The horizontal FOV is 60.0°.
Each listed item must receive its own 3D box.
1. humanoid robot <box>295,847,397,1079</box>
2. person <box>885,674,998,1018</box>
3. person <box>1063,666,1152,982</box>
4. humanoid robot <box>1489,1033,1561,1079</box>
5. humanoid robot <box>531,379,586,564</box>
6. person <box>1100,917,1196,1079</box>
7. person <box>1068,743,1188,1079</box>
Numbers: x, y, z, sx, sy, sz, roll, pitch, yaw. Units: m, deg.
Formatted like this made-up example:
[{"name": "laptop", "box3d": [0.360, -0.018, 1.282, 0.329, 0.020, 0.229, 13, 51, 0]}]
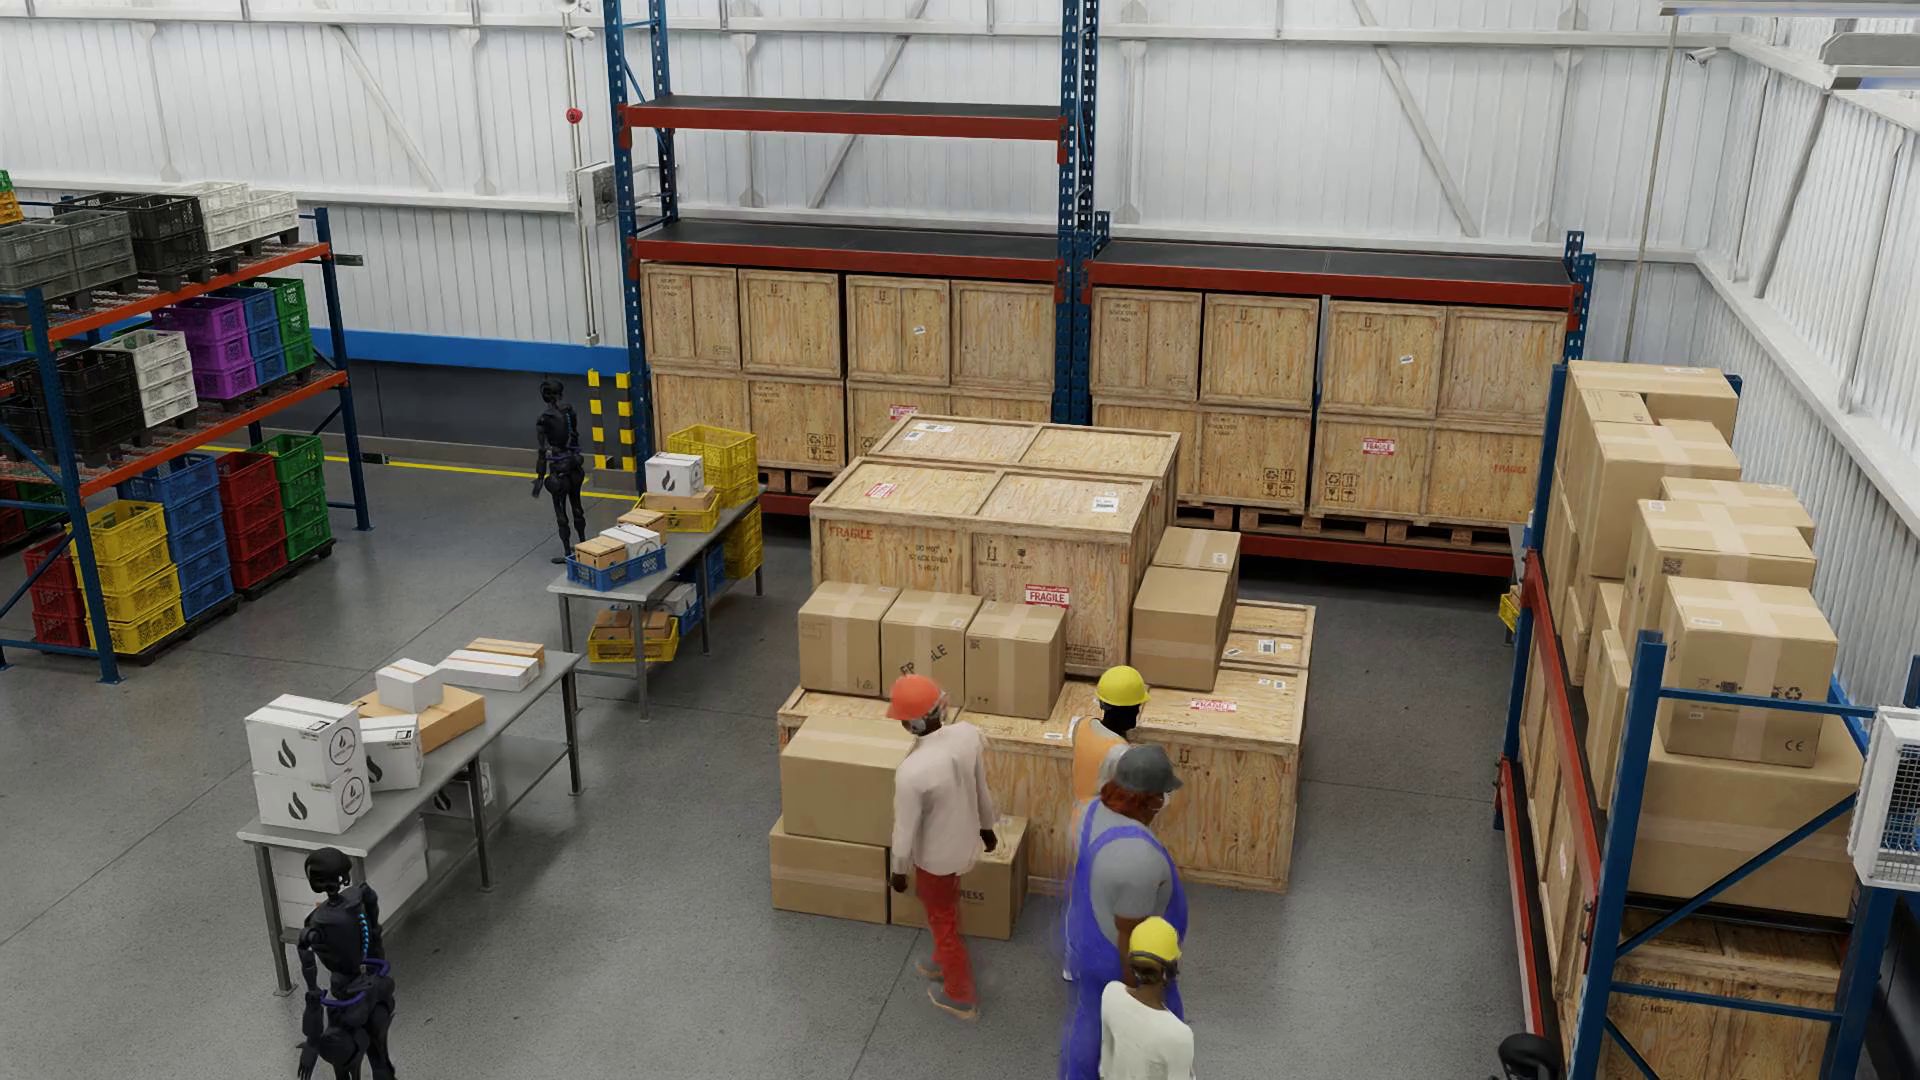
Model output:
[{"name": "humanoid robot", "box3d": [-2.750, 2.123, 7.500, 0.310, 1.657, 0.610, 5, 22, 13]}, {"name": "person", "box3d": [-0.157, 1.568, 8.593, 0.634, 1.951, 0.663, 14, 25, 33]}, {"name": "person", "box3d": [0.782, 1.543, 8.708, 0.405, 1.918, 0.582, -9, 23, -23]}, {"name": "humanoid robot", "box3d": [2.067, 2.579, 6.305, 0.310, 1.658, 0.610, 18, 27, 39]}, {"name": "humanoid robot", "box3d": [-3.526, -0.616, 14.663, 0.331, 1.657, 0.600, 9, 23, 22]}, {"name": "person", "box3d": [0.712, 2.376, 6.801, 0.694, 1.721, 0.551, -15, 25, -33]}, {"name": "person", "box3d": [0.816, 1.846, 7.737, 0.665, 2.000, 0.706, -7, 22, -17]}]
